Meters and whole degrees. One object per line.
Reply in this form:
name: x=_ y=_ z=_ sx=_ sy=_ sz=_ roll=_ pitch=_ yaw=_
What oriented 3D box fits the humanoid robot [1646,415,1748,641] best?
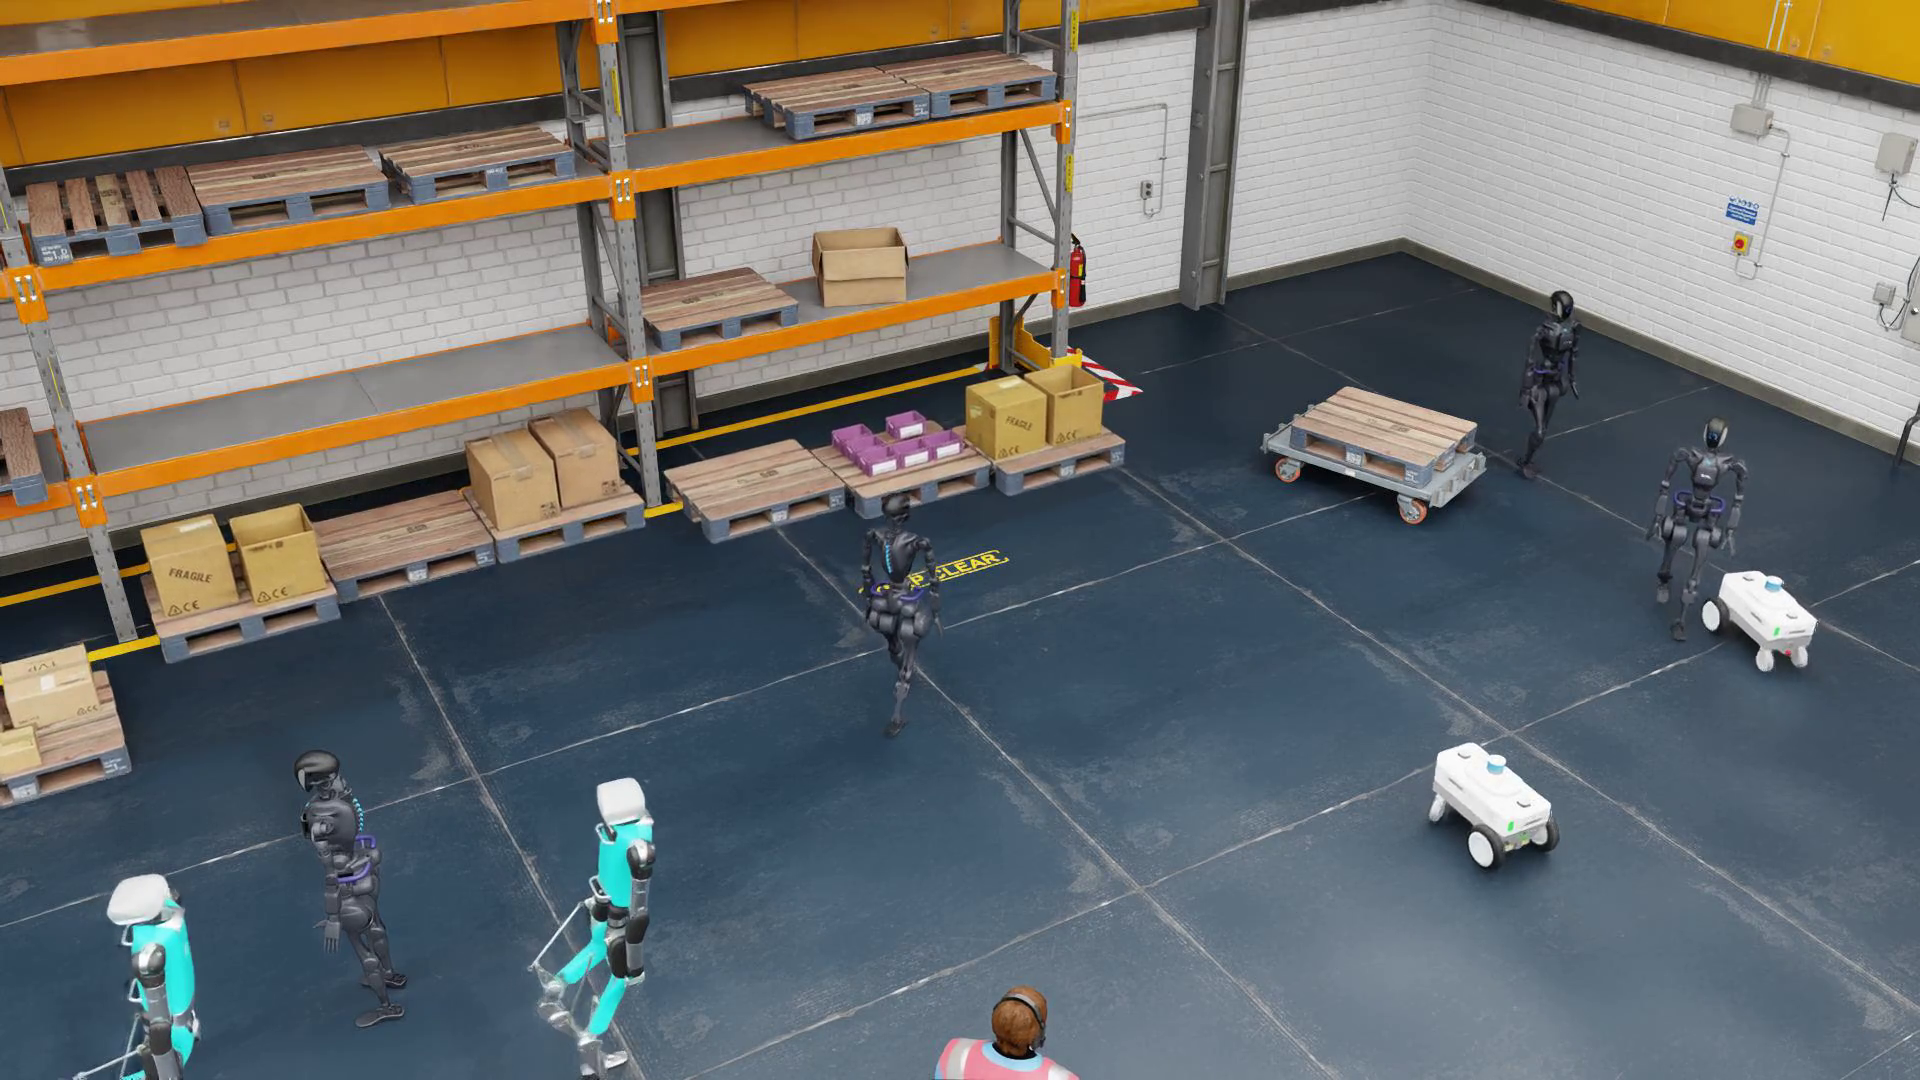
humanoid robot: x=5.238 y=-0.138 z=11.813 sx=0.598 sy=1.640 sz=0.674 roll=14 pitch=32 yaw=23

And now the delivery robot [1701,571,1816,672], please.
delivery robot: x=5.673 y=0.534 z=11.757 sx=0.499 sy=0.612 sz=0.815 roll=-5 pitch=30 yaw=-9

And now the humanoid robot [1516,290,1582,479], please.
humanoid robot: x=4.912 y=-1.299 z=13.850 sx=0.598 sy=1.644 sz=0.476 roll=-14 pitch=32 yaw=-23

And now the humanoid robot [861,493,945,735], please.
humanoid robot: x=-0.353 y=0.416 z=10.834 sx=0.587 sy=1.628 sz=0.744 roll=12 pitch=32 yaw=20

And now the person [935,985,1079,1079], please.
person: x=0.213 y=2.565 z=6.853 sx=0.628 sy=1.836 sz=0.431 roll=11 pitch=31 yaw=18

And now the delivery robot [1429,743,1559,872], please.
delivery robot: x=3.169 y=1.580 z=9.907 sx=0.520 sy=0.614 sz=0.786 roll=-13 pitch=32 yaw=-22

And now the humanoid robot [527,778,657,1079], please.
humanoid robot: x=-1.792 y=2.018 z=8.017 sx=0.763 sy=1.876 sz=0.543 roll=-15 pitch=33 yaw=-25

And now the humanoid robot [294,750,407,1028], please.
humanoid robot: x=-3.099 y=1.751 z=8.430 sx=0.315 sy=1.657 sz=0.599 roll=-4 pitch=30 yaw=-7

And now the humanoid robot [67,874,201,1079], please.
humanoid robot: x=-3.763 y=2.296 z=7.470 sx=1.036 sy=1.769 sz=0.540 roll=-7 pitch=30 yaw=-13
